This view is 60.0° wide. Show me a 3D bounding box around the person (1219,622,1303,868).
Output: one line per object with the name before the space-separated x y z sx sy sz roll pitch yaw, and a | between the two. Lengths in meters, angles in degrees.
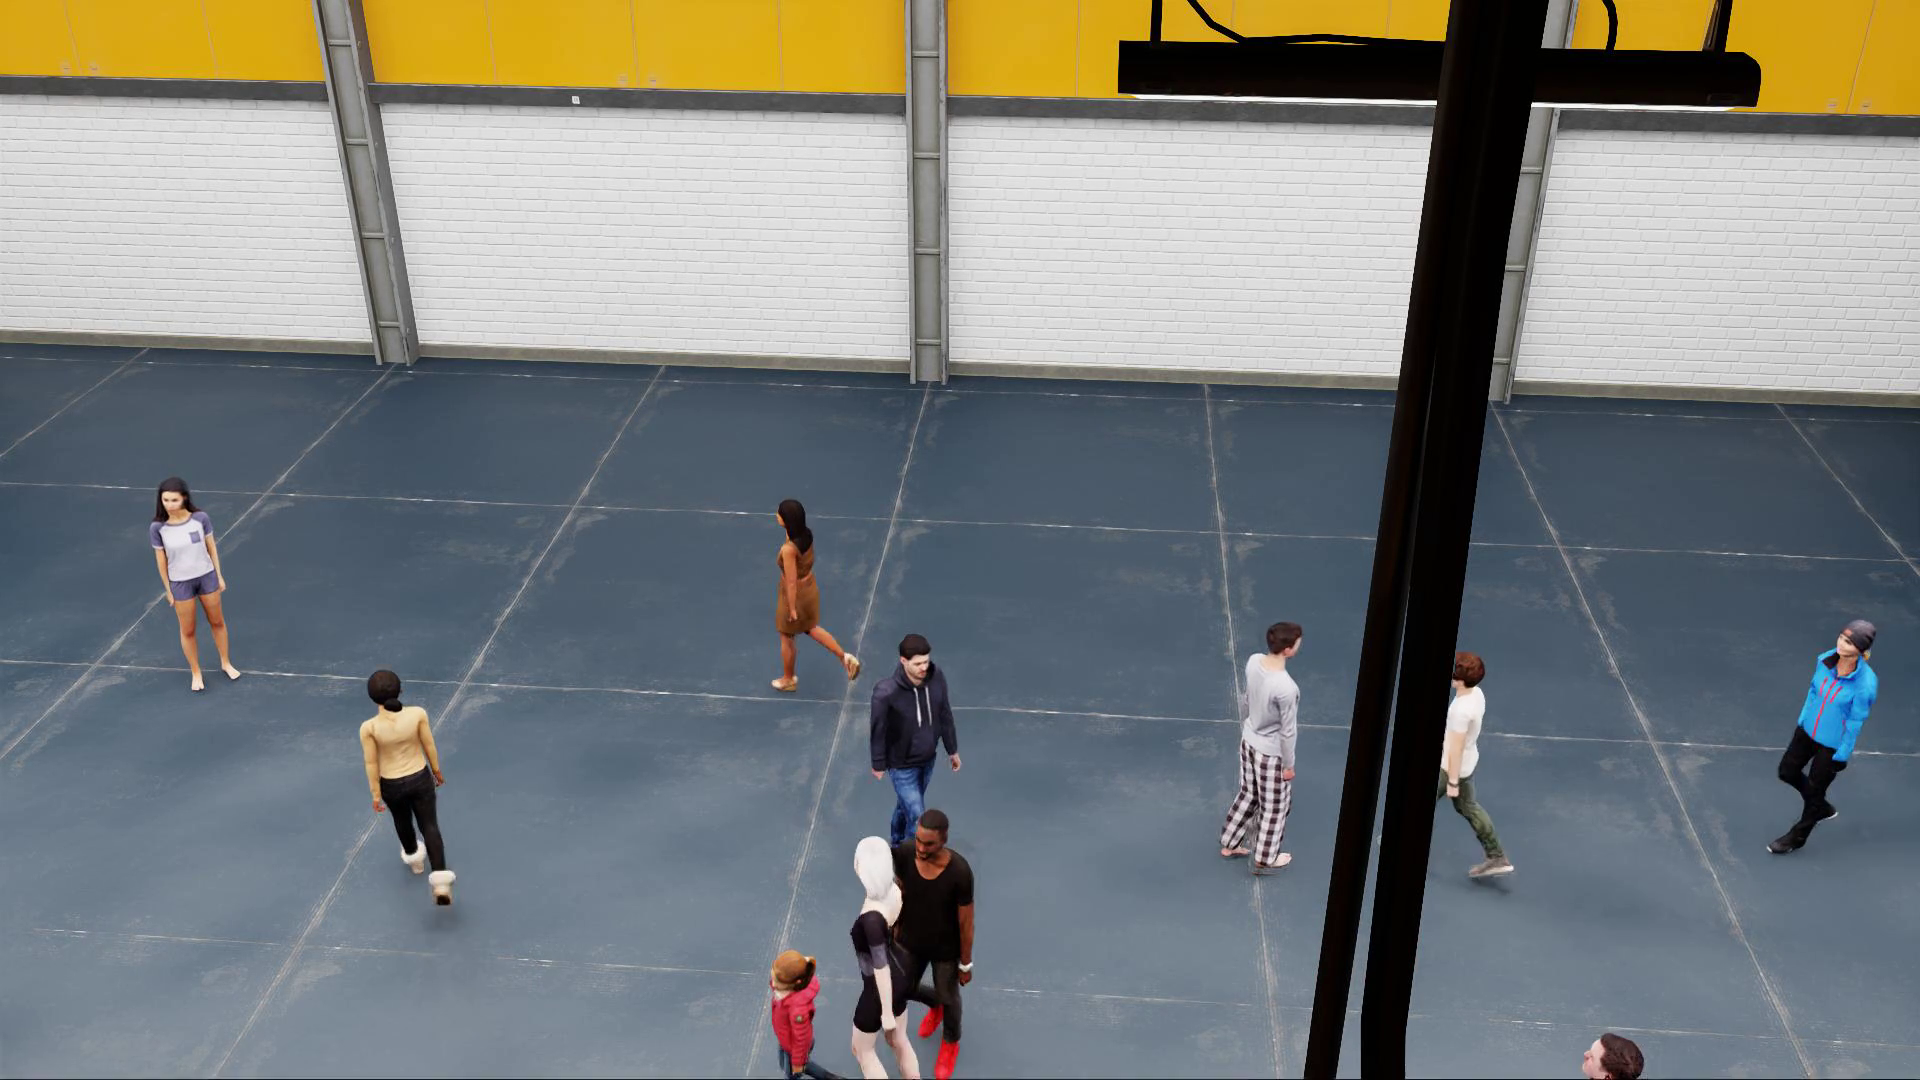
person | 1.943 1.316 10.625 0.837 1.856 0.785 -13 31 -23

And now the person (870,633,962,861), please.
person | -0.366 1.337 10.578 0.958 1.864 1.022 -23 36 -36

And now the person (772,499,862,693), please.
person | -1.131 0.448 12.408 0.985 1.674 0.676 7 29 13

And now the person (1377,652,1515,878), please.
person | 3.233 1.473 10.585 1.195 1.619 0.906 15 32 25

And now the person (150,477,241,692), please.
person | -5.813 0.307 12.607 0.641 1.731 0.722 -18 33 -30

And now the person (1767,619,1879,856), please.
person | 5.669 1.281 10.759 0.822 1.790 0.745 -6 29 -11

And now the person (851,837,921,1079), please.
person | -0.336 2.390 8.721 0.688 1.795 0.671 1 29 3

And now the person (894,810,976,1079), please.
person | -0.127 2.161 9.144 0.787 1.791 0.878 11 31 19

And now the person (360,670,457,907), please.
person | -3.437 1.566 10.402 1.074 1.631 0.989 -12 31 -21

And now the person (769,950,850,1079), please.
person | -0.808 2.629 8.802 0.776 1.297 0.663 -7 29 -13
